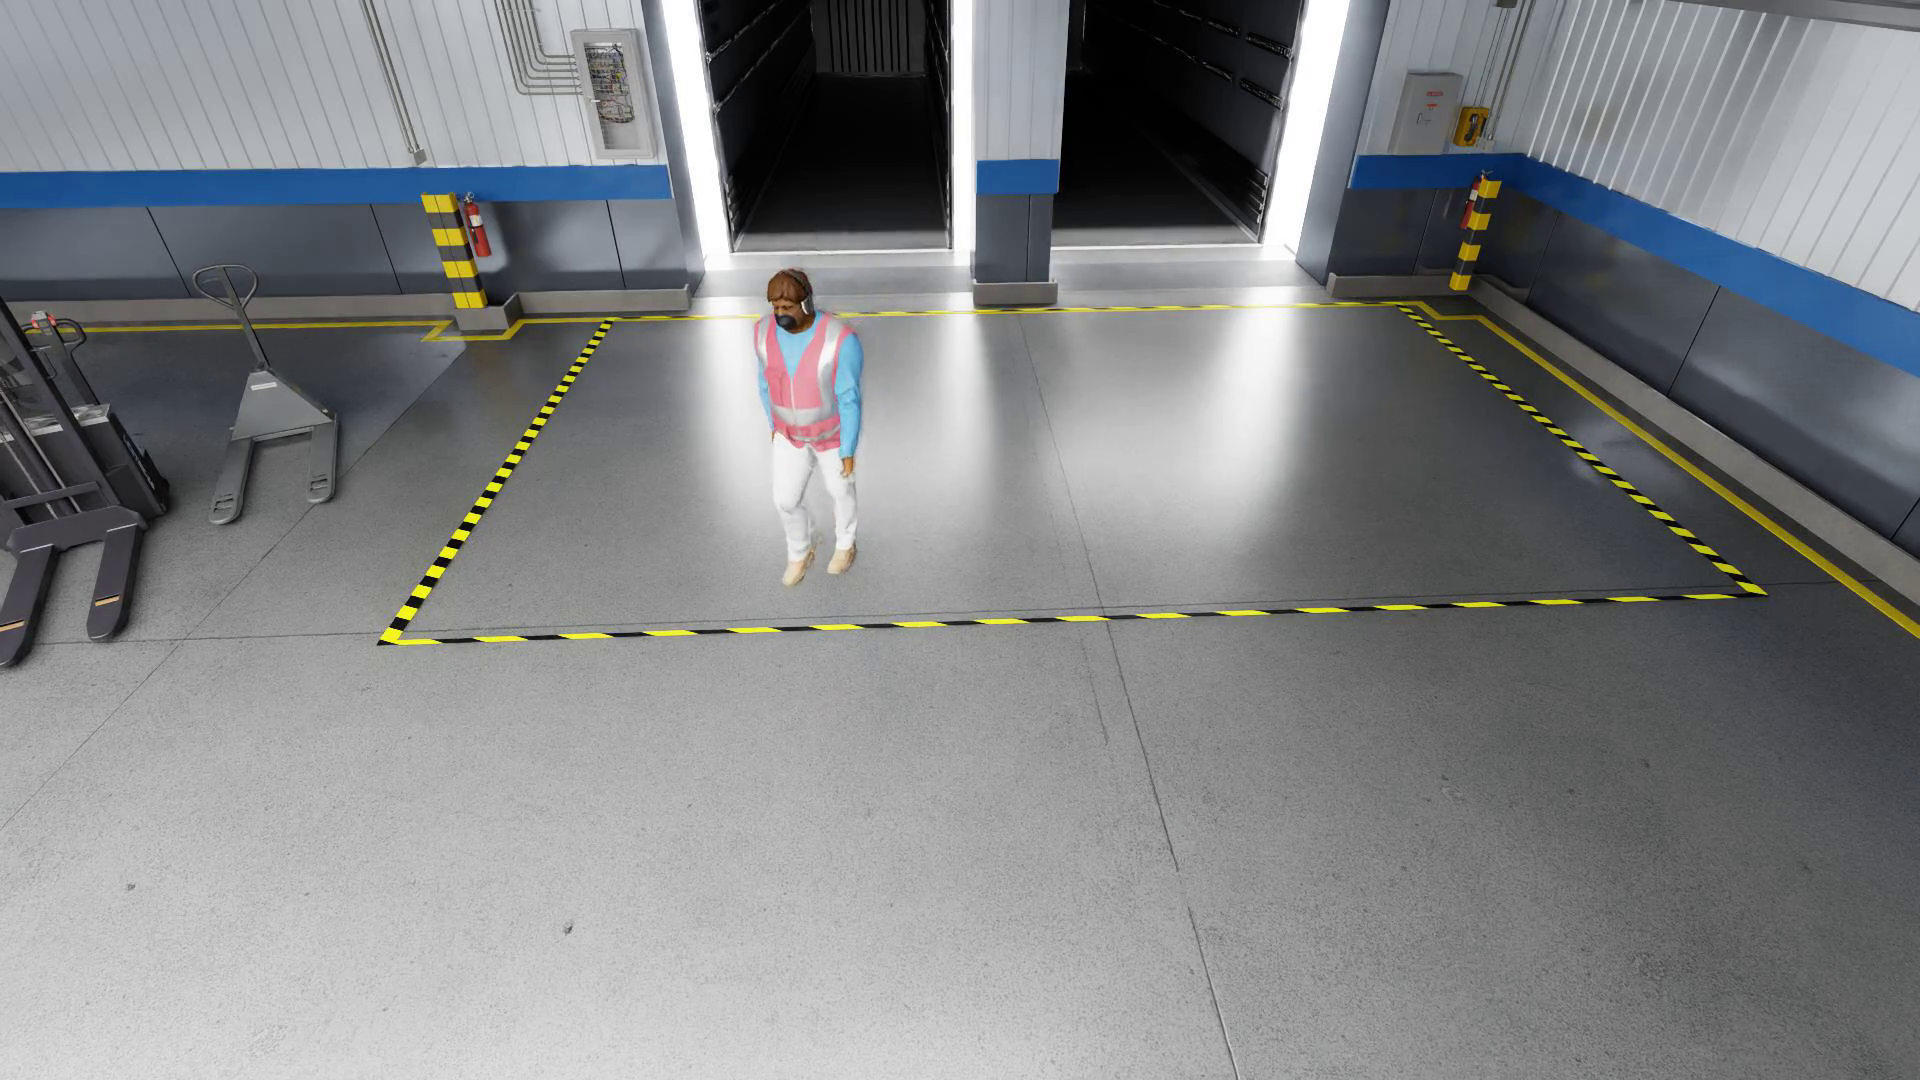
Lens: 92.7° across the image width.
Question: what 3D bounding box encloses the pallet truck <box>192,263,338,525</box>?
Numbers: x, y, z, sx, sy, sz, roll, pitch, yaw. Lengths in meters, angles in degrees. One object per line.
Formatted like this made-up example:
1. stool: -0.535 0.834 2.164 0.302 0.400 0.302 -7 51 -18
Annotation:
1. pallet truck: -4.778 -1.027 6.128 0.680 1.201 1.601 -17 38 -23

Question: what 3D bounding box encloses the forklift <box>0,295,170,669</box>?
1. forklift: -5.212 -0.618 4.878 0.823 1.965 1.885 -20 39 -26

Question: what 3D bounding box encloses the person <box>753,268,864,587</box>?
1. person: -0.803 -0.562 4.947 0.643 1.822 0.498 8 36 12
